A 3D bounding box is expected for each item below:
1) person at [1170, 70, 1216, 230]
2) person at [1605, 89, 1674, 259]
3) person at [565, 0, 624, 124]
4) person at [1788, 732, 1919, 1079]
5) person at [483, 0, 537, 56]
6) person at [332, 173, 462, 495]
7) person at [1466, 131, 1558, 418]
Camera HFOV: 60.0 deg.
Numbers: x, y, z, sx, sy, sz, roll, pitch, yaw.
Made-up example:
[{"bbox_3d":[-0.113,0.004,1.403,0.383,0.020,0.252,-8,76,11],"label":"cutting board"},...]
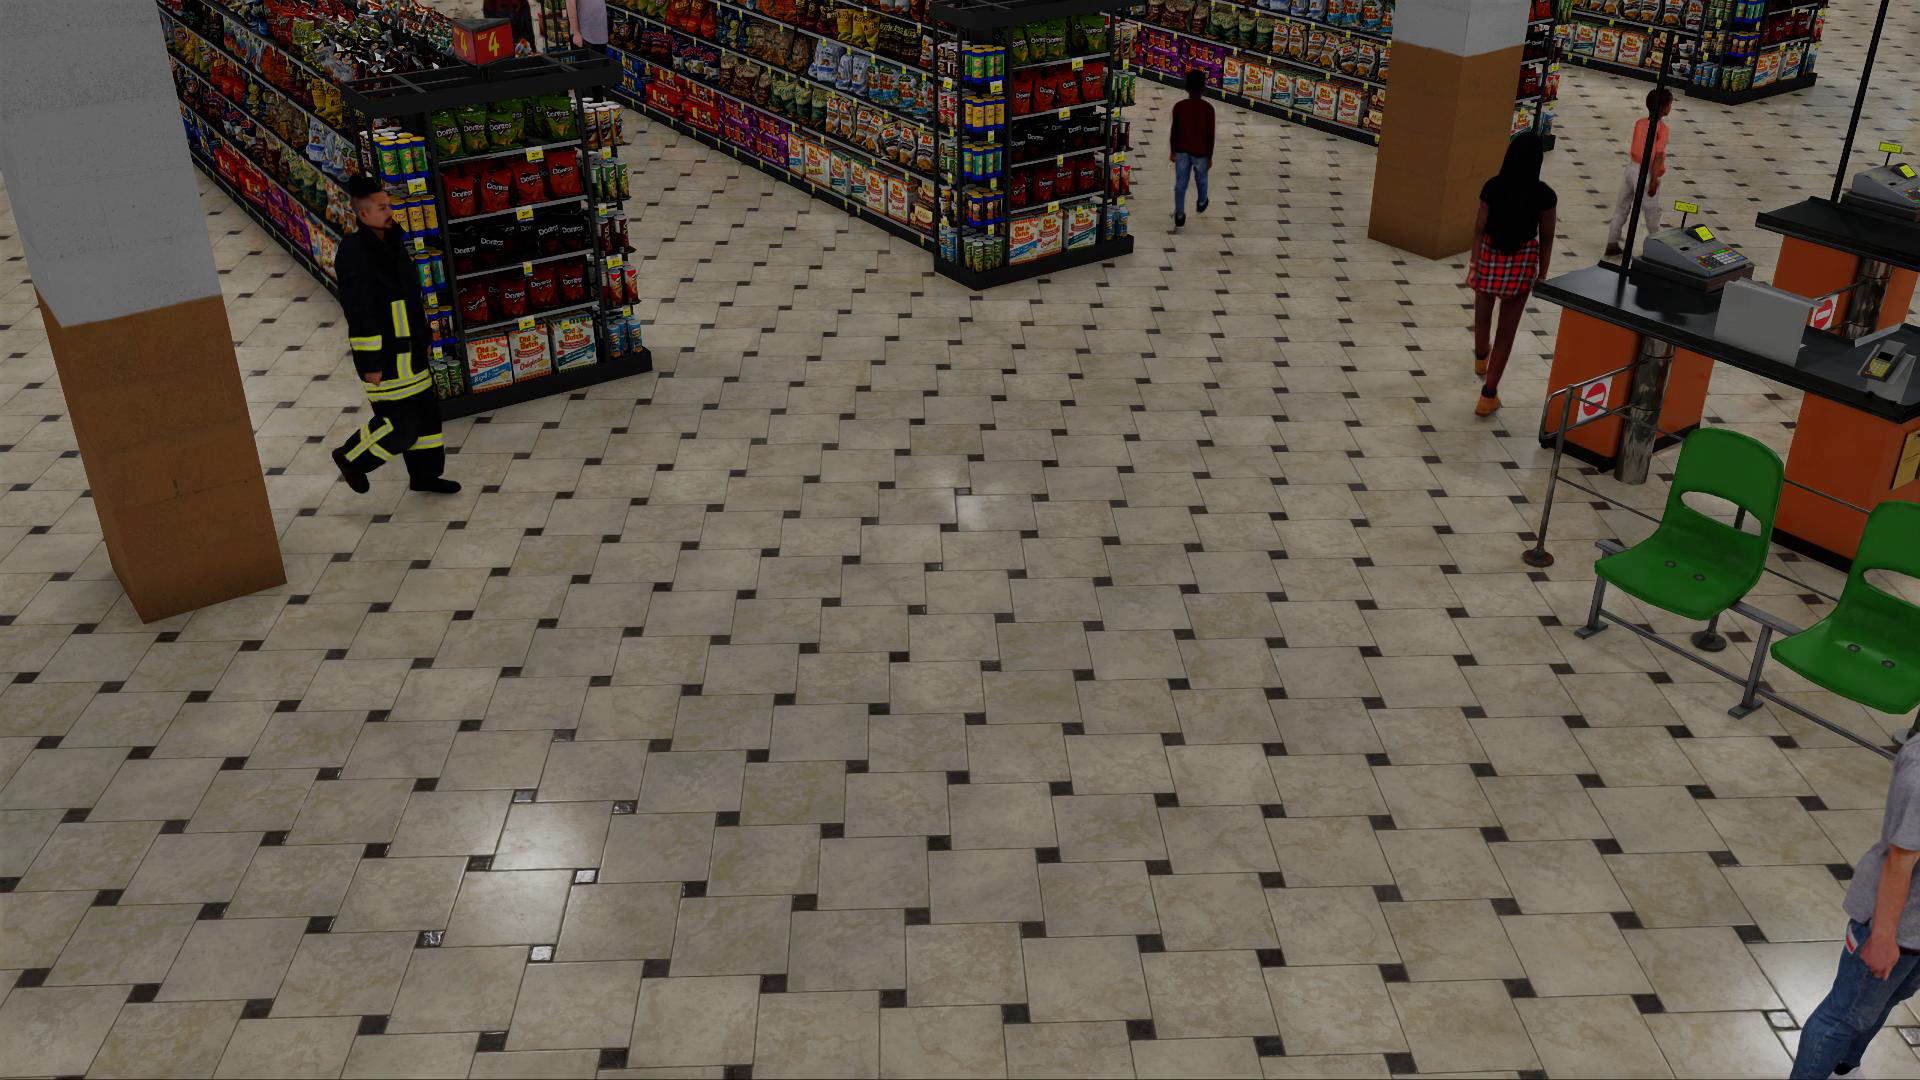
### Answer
[{"bbox_3d":[1.848,-3.094,13.335,0.864,1.215,0.903,7,29,12],"label":"person"},{"bbox_3d":[5.137,-2.758,12.647,0.672,1.285,0.813,-12,31,-20],"label":"person"},{"bbox_3d":[-3.571,-4.888,15.971,0.785,1.838,0.758,9,30,16],"label":"person"},{"bbox_3d":[2.877,1.065,5.018,0.666,1.886,0.532,-19,34,-31],"label":"person"},{"bbox_3d":[-3.931,-4.177,14.739,0.727,1.772,1.114,-12,31,-21],"label":"person"},{"bbox_3d":[-3.141,-1.066,8.963,1.071,1.845,1.011,6,29,11],"label":"person"},{"bbox_3d":[3.273,-1.560,10.033,1.112,1.688,0.999,13,31,23],"label":"person"}]
